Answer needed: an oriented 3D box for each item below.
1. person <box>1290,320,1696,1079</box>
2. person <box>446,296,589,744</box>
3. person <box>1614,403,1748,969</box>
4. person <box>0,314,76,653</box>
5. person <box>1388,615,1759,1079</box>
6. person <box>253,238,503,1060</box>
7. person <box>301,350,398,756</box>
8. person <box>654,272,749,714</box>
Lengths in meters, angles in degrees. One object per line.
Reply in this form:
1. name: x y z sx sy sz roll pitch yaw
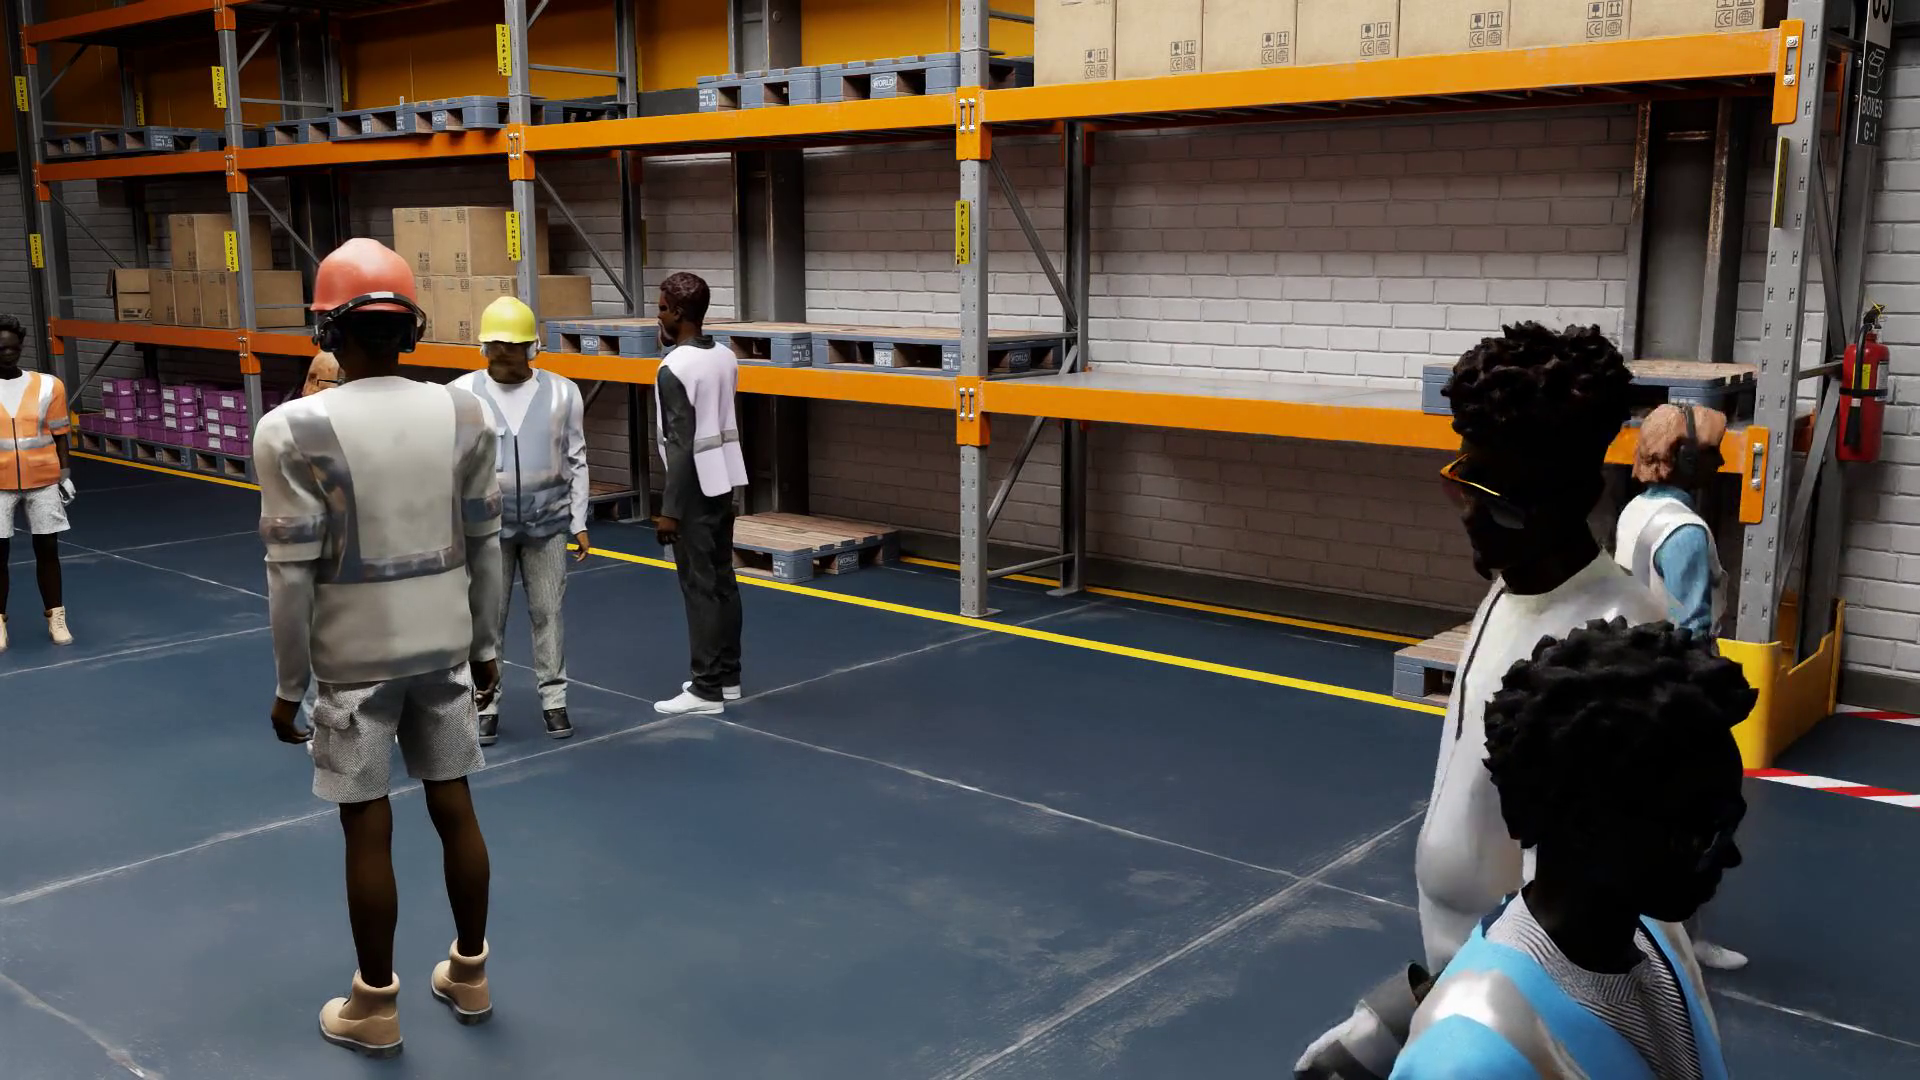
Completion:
1. person: 0.733 0.660 2.353 0.541 1.926 0.637 1 10 5
2. person: -1.811 -0.074 6.804 0.596 1.828 0.403 -3 10 -17
3. person: 1.845 0.425 4.580 0.692 1.613 0.520 2 10 13
4. person: -4.748 -0.283 8.370 0.542 1.696 0.316 -7 12 -34
5. person: 0.571 0.903 1.619 0.319 1.697 0.533 7 12 35
6. person: -1.445 0.279 4.189 0.607 2.044 0.375 -9 14 -43
7. person: -2.458 0.054 6.629 0.268 1.632 0.506 5 11 25
8. person: -1.135 -0.196 7.244 0.394 1.920 0.587 3 10 15
